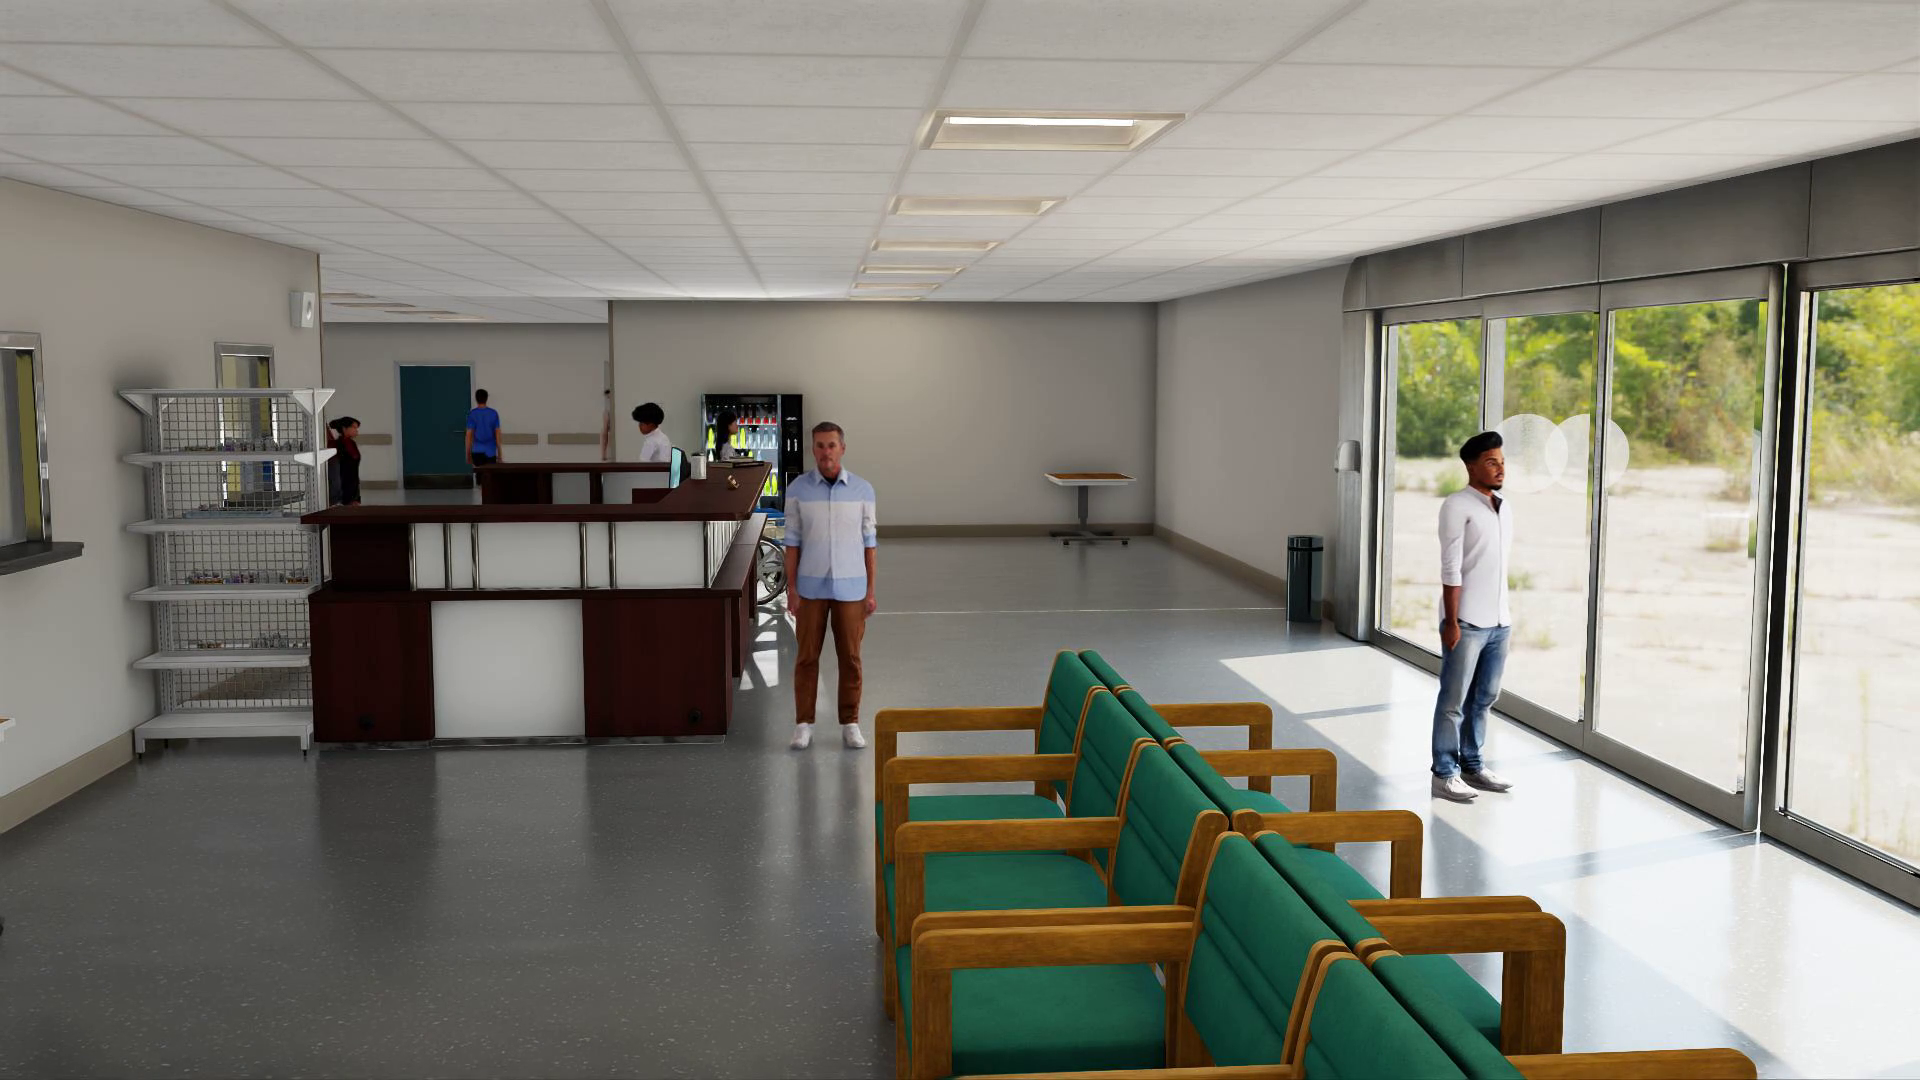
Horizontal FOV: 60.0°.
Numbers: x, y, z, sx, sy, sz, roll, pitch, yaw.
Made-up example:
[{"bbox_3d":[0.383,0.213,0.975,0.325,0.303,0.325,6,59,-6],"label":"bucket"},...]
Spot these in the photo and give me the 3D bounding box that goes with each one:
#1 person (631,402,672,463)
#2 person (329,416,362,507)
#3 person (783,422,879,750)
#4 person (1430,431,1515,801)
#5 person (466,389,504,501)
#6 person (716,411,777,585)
[{"bbox_3d":[-2.960,-0.464,16.685,1.064,1.765,0.740,1,6,9],"label":"person"},{"bbox_3d":[-6.633,-0.490,17.728,0.865,1.609,0.759,3,6,26],"label":"person"},{"bbox_3d":[-0.728,0.247,9.323,0.483,1.825,0.747,-1,6,-7],"label":"person"},{"bbox_3d":[2.566,0.357,8.293,0.682,1.812,0.791,-4,7,-37],"label":"person"},{"bbox_3d":[-6.785,-1.219,23.784,0.896,1.848,0.878,-3,6,-27],"label":"person"},{"bbox_3d":[-2.330,-0.361,15.968,1.014,1.706,0.699,-1,6,-15],"label":"person"}]
